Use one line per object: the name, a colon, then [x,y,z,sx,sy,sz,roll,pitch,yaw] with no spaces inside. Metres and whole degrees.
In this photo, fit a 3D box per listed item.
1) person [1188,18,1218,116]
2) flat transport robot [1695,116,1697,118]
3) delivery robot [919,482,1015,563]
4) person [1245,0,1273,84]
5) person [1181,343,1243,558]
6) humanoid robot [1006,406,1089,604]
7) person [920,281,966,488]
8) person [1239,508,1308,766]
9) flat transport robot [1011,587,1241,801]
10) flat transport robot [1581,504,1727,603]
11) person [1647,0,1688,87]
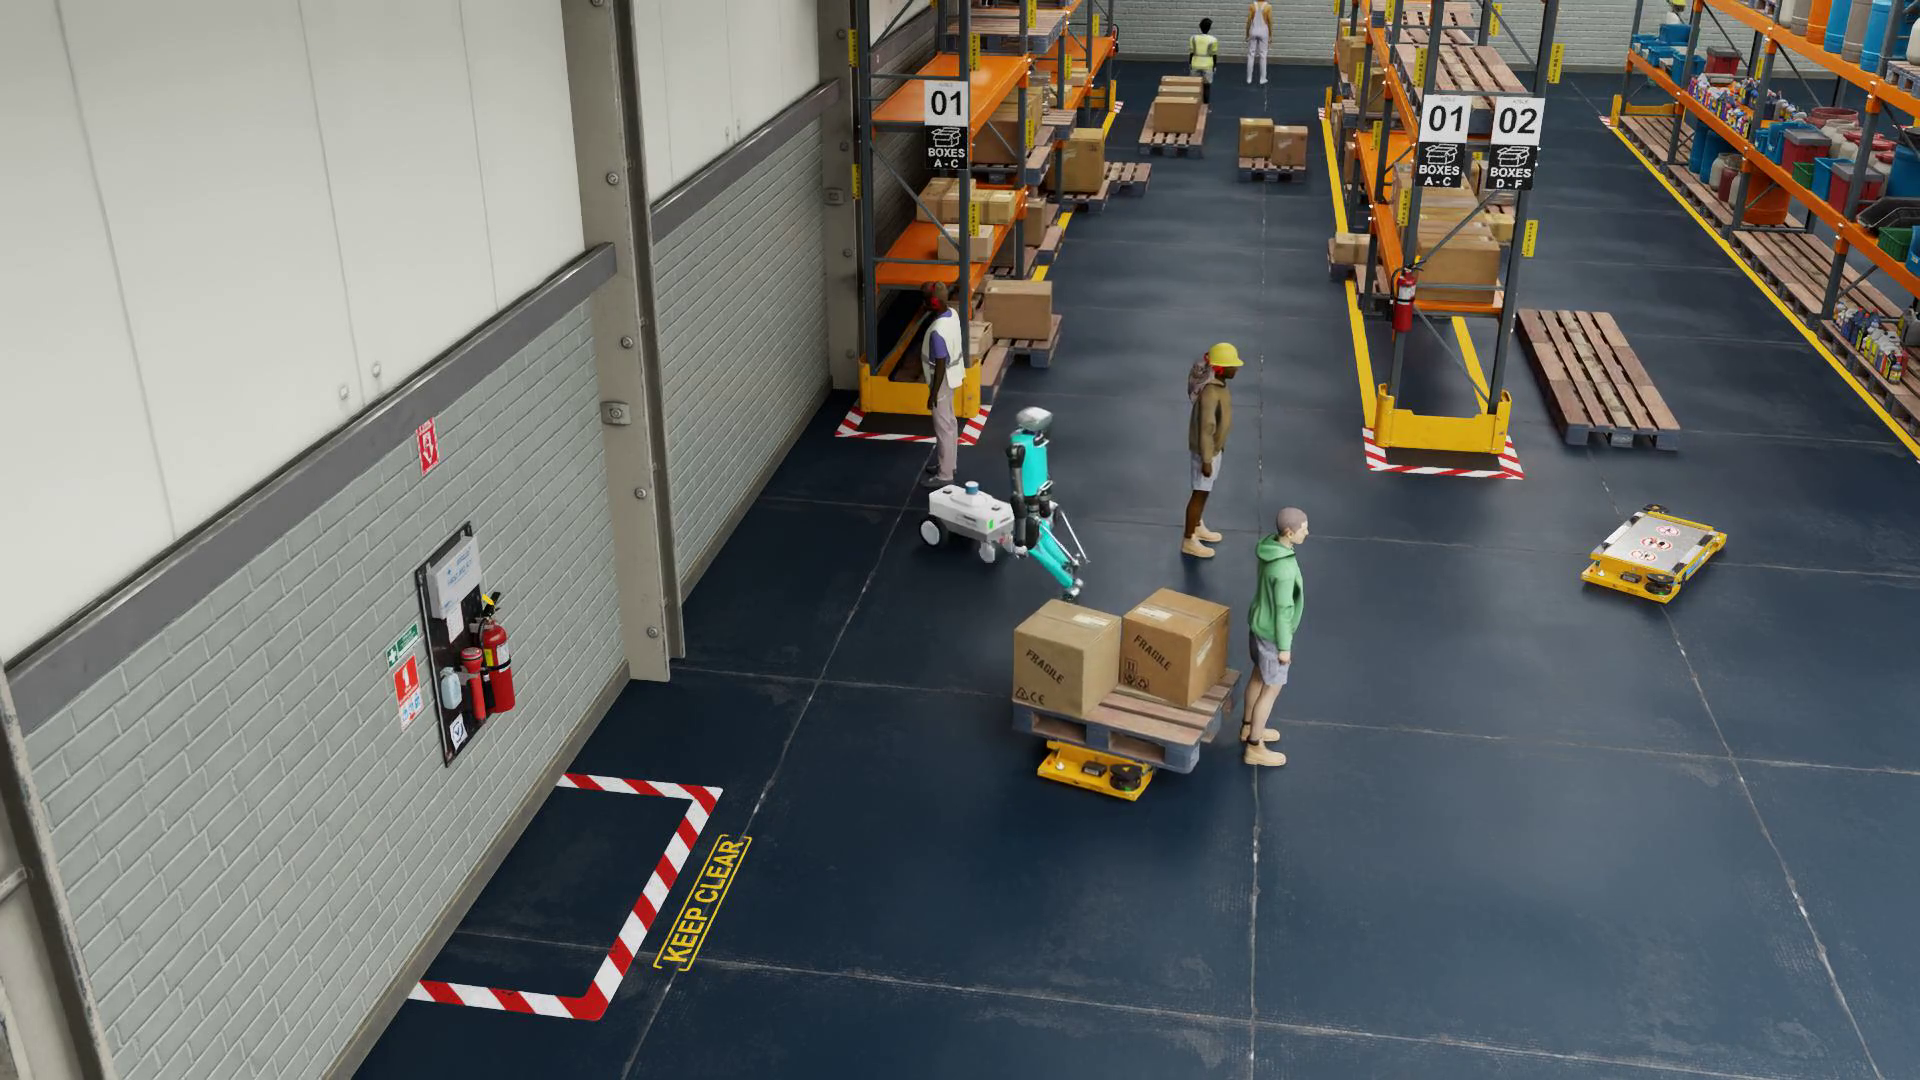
person: [4.353,-8.483,29.826,0.539,1.695,0.317,11,27,23]
flat transport robot: [13.374,-7.287,28.954,0.659,0.231,1.431,2,25,4]
delivery robot: [0.092,-0.191,13.395,0.739,0.566,0.499,20,32,36]
person: [5.910,-9.983,32.841,0.531,1.861,0.386,8,26,17]
person: [1.981,-0.723,13.161,0.418,1.752,0.560,8,26,17]
humanoid robot: [0.678,-0.047,11.716,0.680,1.794,0.531,12,27,23]
person: [-0.151,-1.345,14.383,0.390,1.837,0.562,4,25,9]
person: [1.946,0.591,10.368,0.315,1.733,0.476,-1,25,-2]
flat transport robot: [1.089,1.198,10.793,0.659,0.231,1.431,12,28,24]
flat transport robot: [5.507,0.098,13.149,0.659,0.231,1.431,19,31,35]
person: [13.894,-9.661,32.309,0.860,1.729,0.538,-1,25,-2]
